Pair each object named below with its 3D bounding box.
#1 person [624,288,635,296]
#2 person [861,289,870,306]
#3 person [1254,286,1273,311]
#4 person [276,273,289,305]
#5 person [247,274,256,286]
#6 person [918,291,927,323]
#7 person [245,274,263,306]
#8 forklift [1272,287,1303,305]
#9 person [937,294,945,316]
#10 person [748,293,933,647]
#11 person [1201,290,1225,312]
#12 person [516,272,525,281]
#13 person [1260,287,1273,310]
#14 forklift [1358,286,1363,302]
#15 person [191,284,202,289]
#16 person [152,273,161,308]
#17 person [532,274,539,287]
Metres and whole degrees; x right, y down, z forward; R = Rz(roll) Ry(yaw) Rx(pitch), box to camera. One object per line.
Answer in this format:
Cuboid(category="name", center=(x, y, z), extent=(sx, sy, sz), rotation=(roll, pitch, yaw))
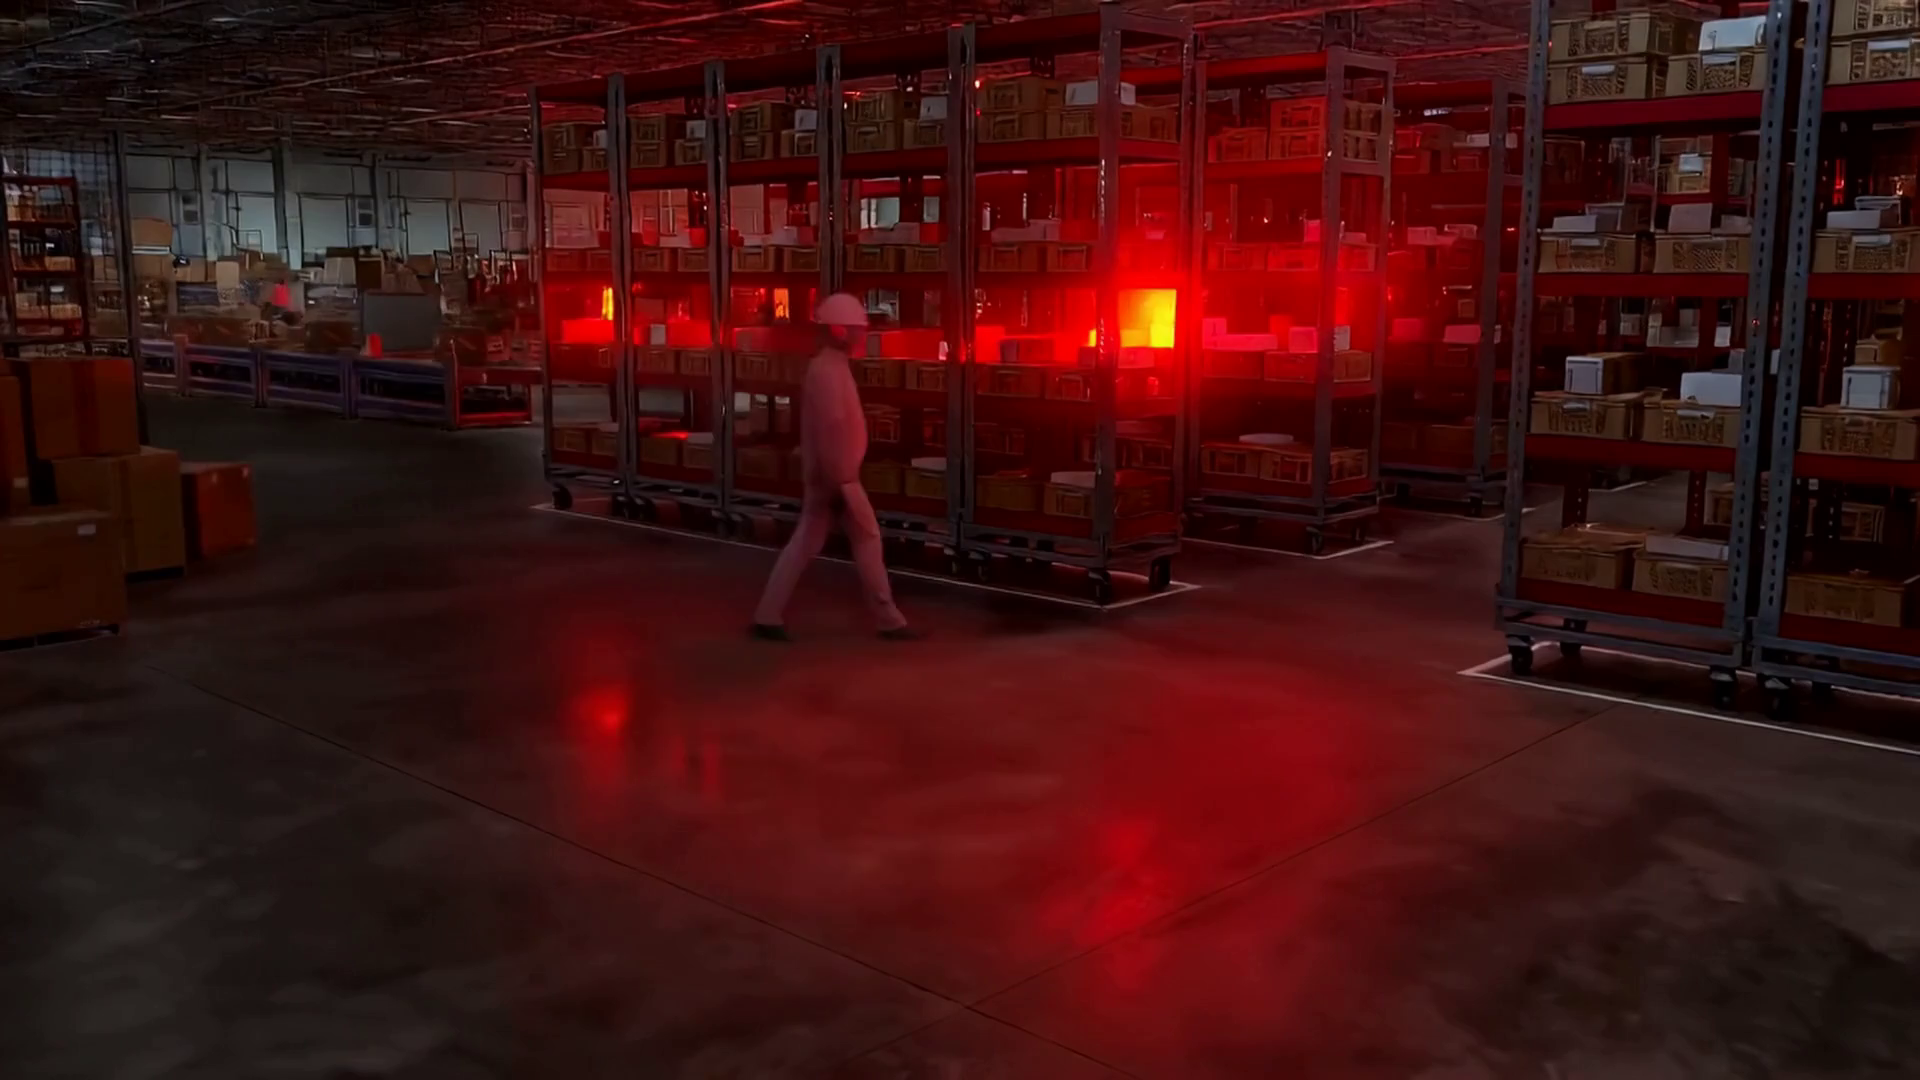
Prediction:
Cuboid(category="person", center=(-12.525, -9.075, 62.525), extent=(0.593, 1.920, 0.391), rotation=(-1, 9, -6))
Cuboid(category="person", center=(-3.476, -8.536, 59.469), extent=(0.999, 1.863, 0.646), rotation=(3, 10, 20))
Cuboid(category="person", center=(4.089, -2.572, 22.426), extent=(0.563, 1.995, 0.674), rotation=(2, 10, 13))
Cuboid(category="person", center=(-19.369, -6.698, 47.896), extent=(0.841, 1.937, 0.684), rotation=(-1, 9, -7))
Cuboid(category="person", center=(-25.047, -8.476, 58.960), extent=(1.008, 1.878, 0.569), rotation=(-4, 10, -24))
Cuboid(category="person", center=(-1.033, -5.626, 41.703), extent=(0.403, 1.817, 0.602), rotation=(-4, 10, -24))
Cuboid(category="person", center=(-20.106, -6.611, 47.425), extent=(0.422, 1.912, 0.653), rotation=(4, 10, 25))
Cuboid(category="forklift", center=(10.769, -8.203, 54.240), extent=(1.129, 2.768, 1.873), rotation=(8, 12, 42))
Cuboid(category="person", center=(-0.107, -2.510, 22.788), extent=(0.700, 1.739, 0.560), rotation=(-7, 11, -35))
Cuboid(category="person", center=(-0.700, -0.364, 9.056), extent=(1.016, 1.947, 0.633), rotation=(-3, 10, -17))
Cuboid(category="person", center=(3.867, -2.904, 25.020), extent=(0.601, 1.804, 0.757), rotation=(2, 10, 13))
Cuboid(category="person", center=(-25.227, -14.386, 95.194), extent=(0.598, 1.897, 0.887), rotation=(1, 9, 4))
Cuboid(category="person", center=(4.584, -2.829, 24.558), extent=(0.772, 1.819, 0.579), rotation=(-6, 11, -34))
Cuboid(category="forklift", center=(11.100, -7.017, 46.970), extent=(1.873, 2.768, 1.129), rotation=(9, 13, 43))
Cuboid(category="person", center=(-31.471, -10.081, 68.730), extent=(0.548, 1.915, 0.831), rotation=(4, 10, 24))
Cuboid(category="person", center=(-34.447, -10.503, 71.412), extent=(0.420, 1.873, 0.610), rotation=(-9, 13, -44))
Cuboid(category="person", center=(-20.571, -11.938, 80.389), extent=(0.980, 1.823, 0.512), rotation=(8, 12, 40))
